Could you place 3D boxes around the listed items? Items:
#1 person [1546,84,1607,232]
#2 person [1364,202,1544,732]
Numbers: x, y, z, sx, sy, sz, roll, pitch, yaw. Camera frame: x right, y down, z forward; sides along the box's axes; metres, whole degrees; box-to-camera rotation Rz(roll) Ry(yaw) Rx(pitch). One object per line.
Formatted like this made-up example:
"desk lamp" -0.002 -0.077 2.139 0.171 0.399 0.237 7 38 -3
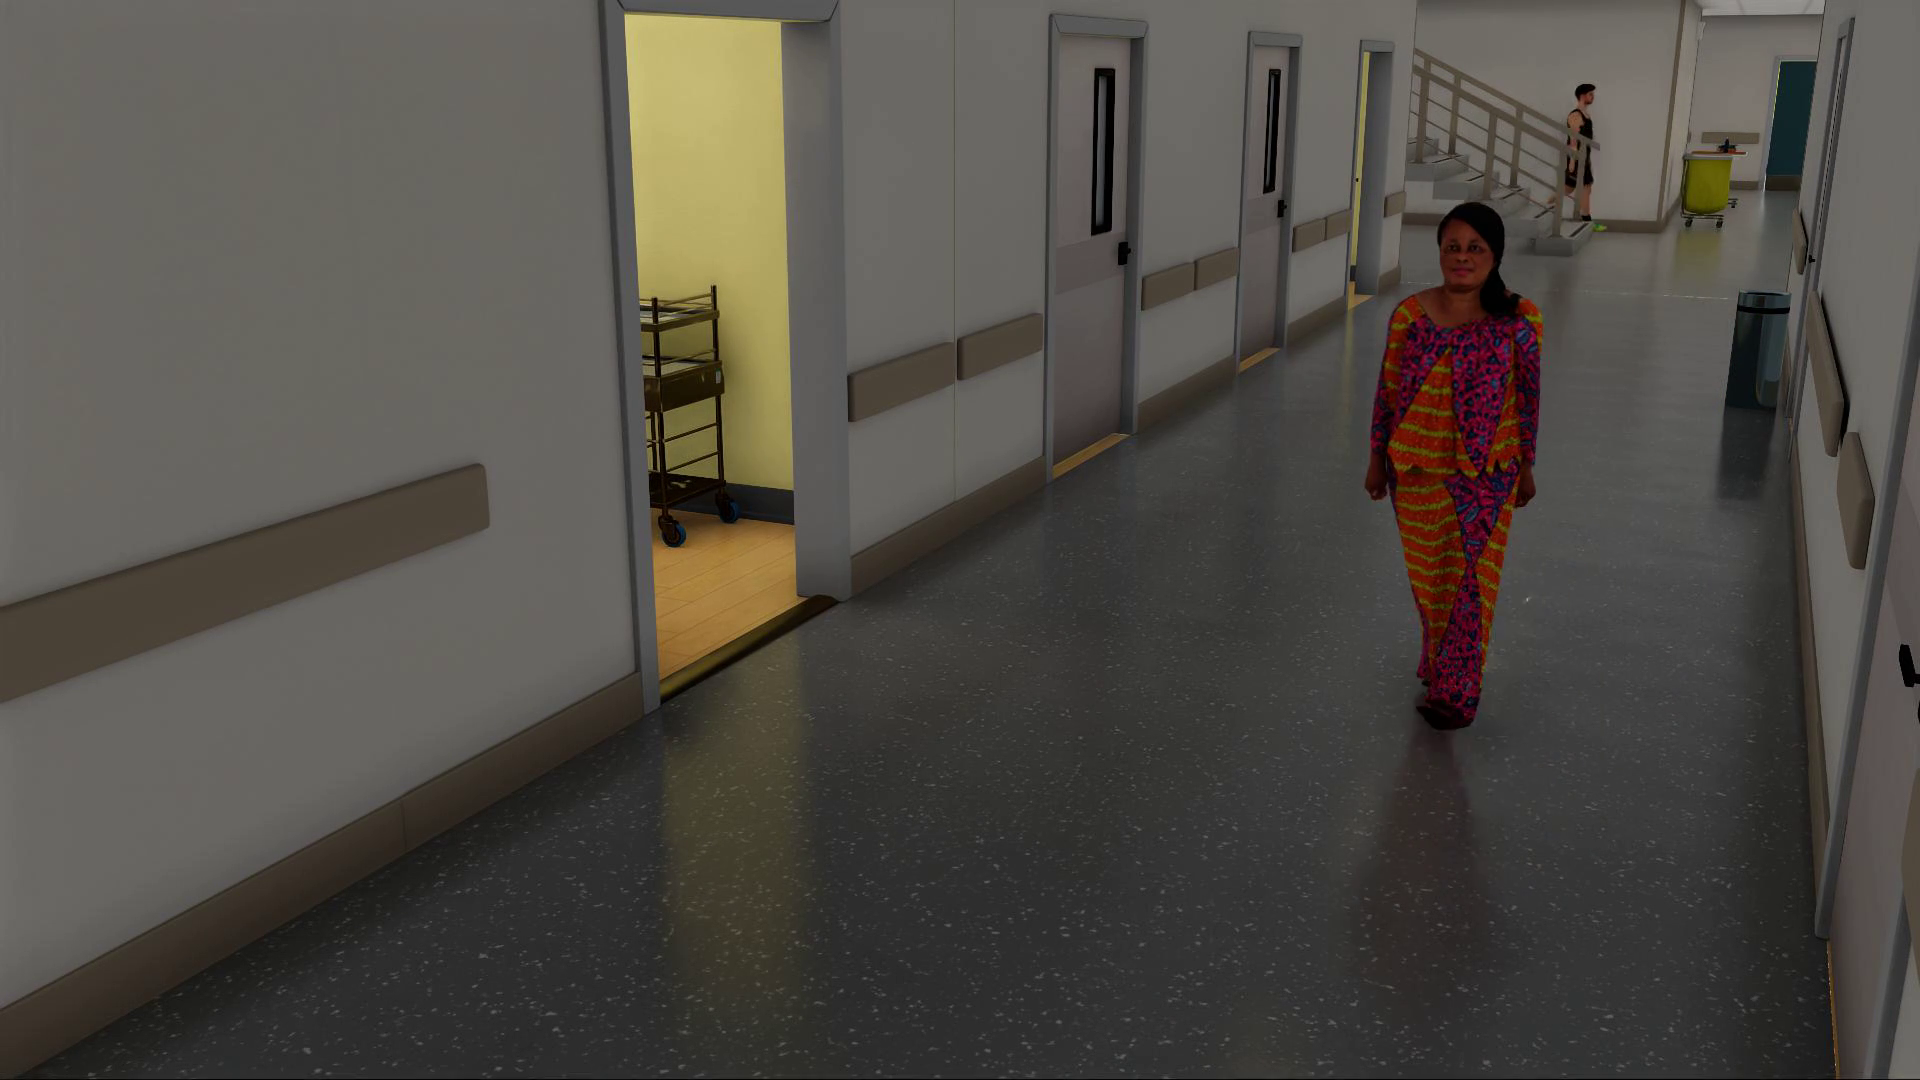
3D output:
"person" 7.966 -4.956 21.675 1.153 1.861 0.706 6 17 21
"person" 1.632 -0.258 5.417 1.065 1.641 0.793 9 18 29
